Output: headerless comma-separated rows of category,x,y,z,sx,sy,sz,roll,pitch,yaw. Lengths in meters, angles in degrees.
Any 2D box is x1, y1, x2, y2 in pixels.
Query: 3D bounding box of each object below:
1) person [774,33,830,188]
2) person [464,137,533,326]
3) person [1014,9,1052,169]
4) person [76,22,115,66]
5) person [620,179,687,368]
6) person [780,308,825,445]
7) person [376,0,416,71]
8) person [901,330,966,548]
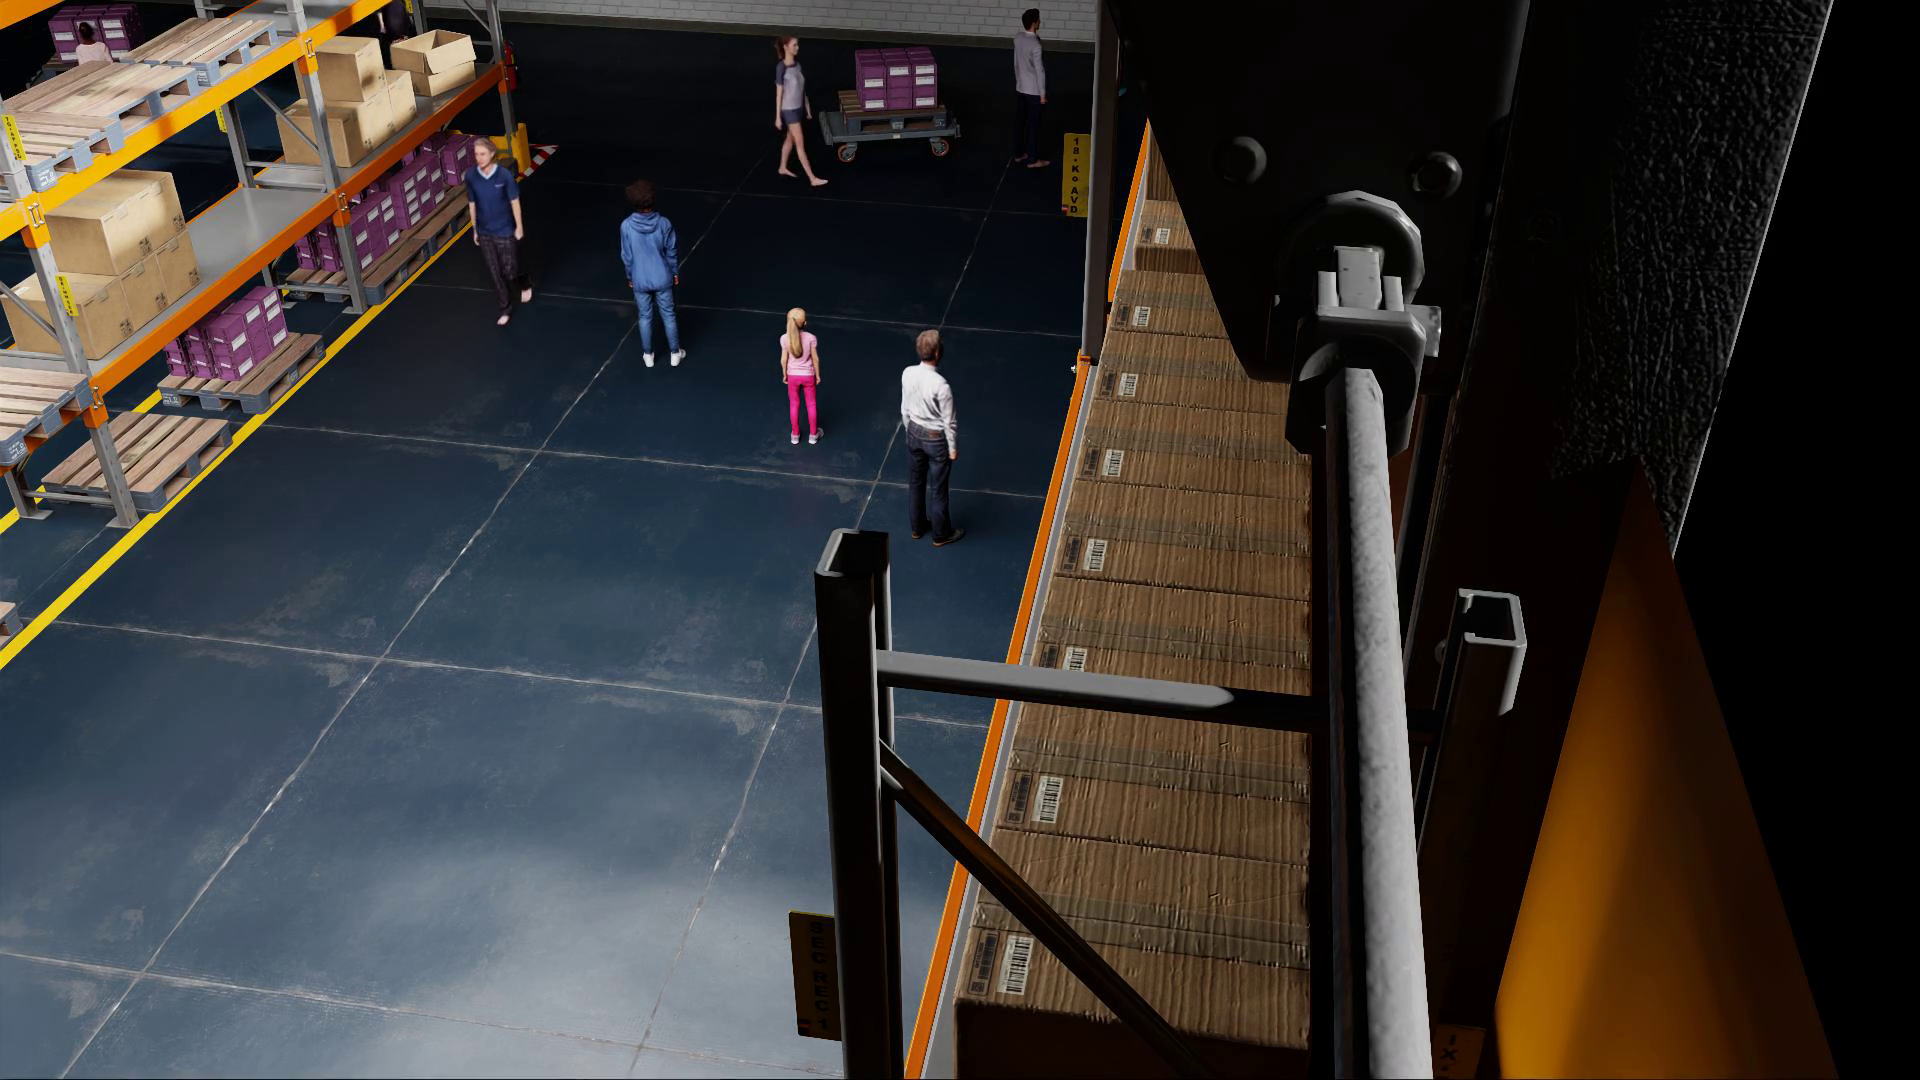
person,-1.995,-4.977,19.232,0.873,1.730,1.040,17,37,23
person,-4.492,-3.028,16.188,0.705,1.854,0.824,2,34,3
person,0.823,-5.358,19.693,0.818,1.853,0.752,-20,39,-28
person,-10.626,-5.701,20.578,0.625,1.444,0.639,-12,36,-18
person,-2.845,-2.452,15.368,0.720,1.803,0.645,-2,34,-3
person,-1.363,-1.418,14.292,0.505,1.271,0.534,2,34,2
person,-7.505,-6.818,21.948,0.766,1.790,0.685,18,38,25
person,-0.232,-0.795,12.859,0.734,1.820,0.729,23,40,31
